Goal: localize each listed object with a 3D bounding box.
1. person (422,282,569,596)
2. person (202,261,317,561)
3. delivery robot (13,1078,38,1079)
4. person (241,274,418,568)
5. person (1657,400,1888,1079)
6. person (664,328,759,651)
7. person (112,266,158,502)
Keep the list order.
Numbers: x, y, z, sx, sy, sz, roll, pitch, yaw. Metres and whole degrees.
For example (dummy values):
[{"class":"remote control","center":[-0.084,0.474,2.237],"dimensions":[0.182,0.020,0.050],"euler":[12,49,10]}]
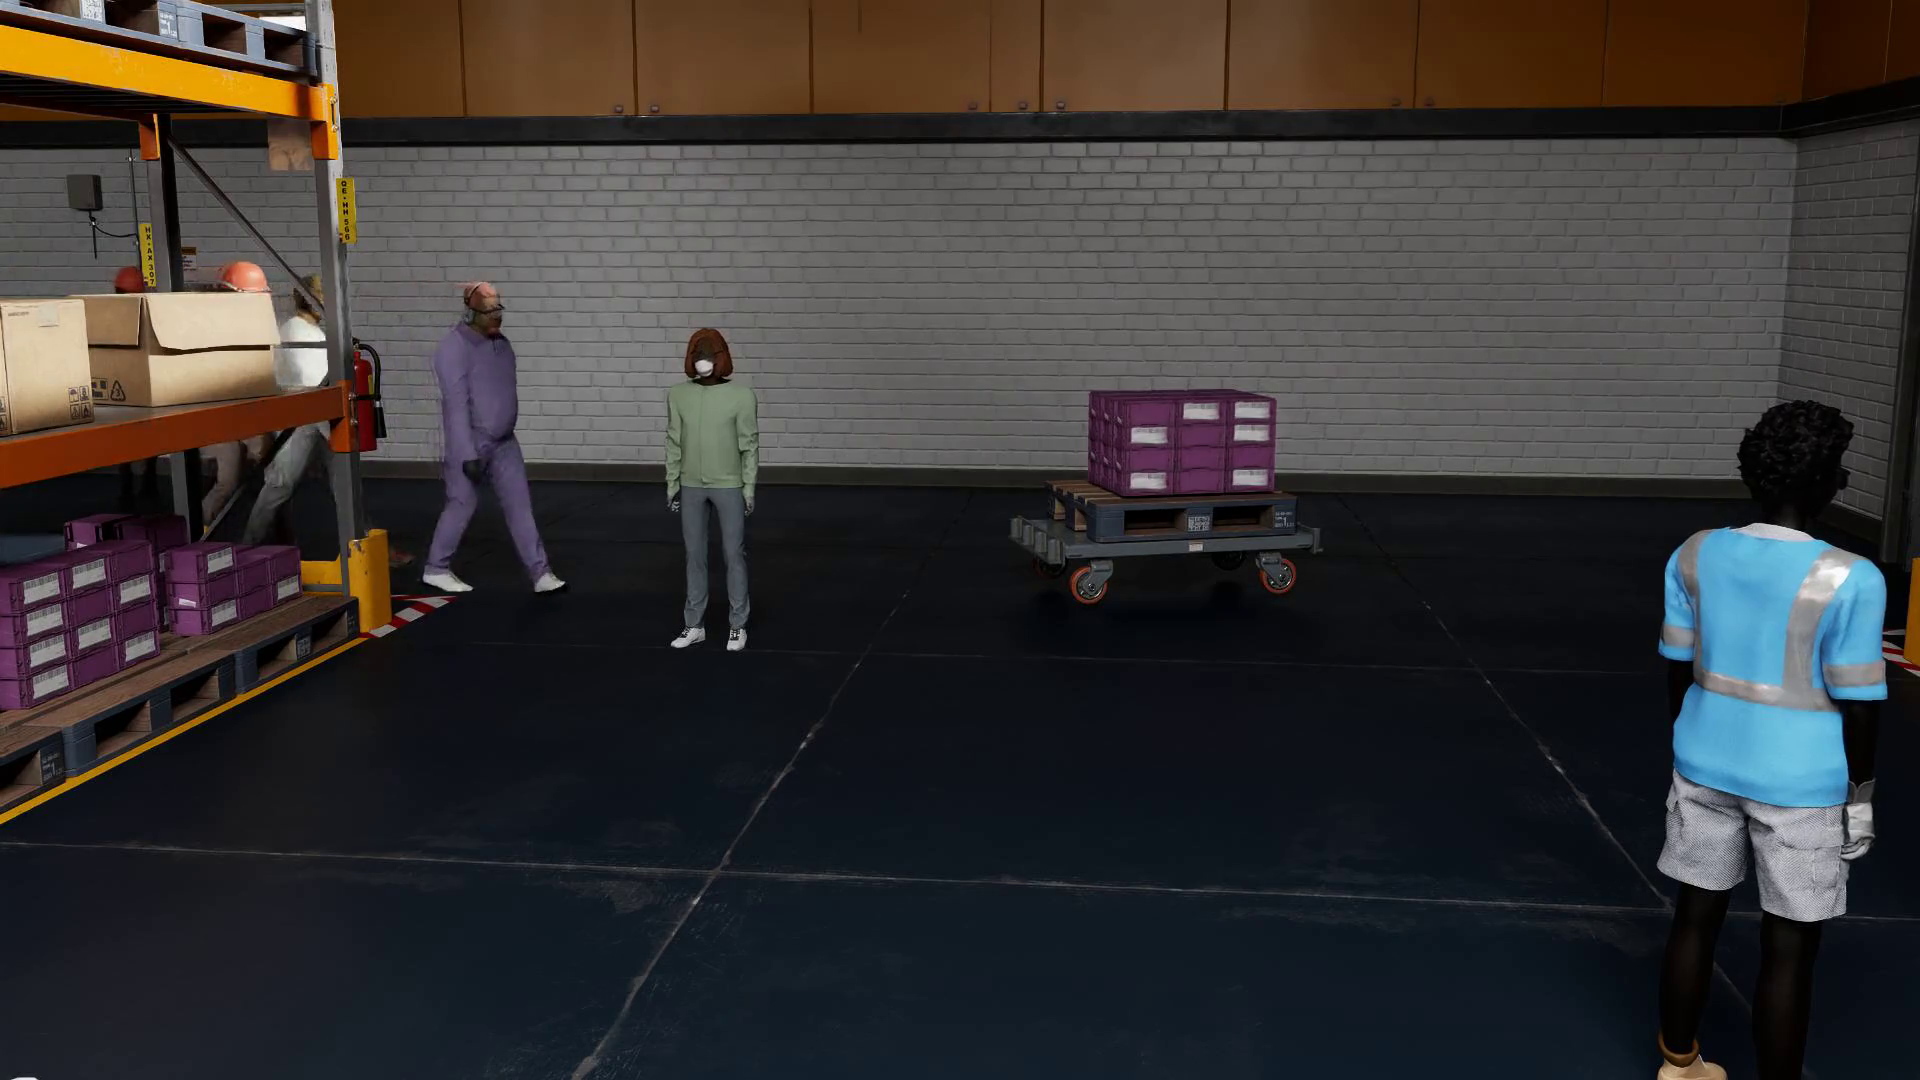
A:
[{"class":"person","center":[-2.771,-0.567,9.665],"dimensions":[0.981,1.848,0.689],"euler":[4,11,24]},{"class":"person","center":[-4.427,-0.719,10.162],"dimensions":[0.618,1.954,0.913],"euler":[5,11,24]},{"class":"delivery robot","center":[-1.664,1.199,2.928],"dimensions":[0.707,0.478,0.477],"euler":[9,14,43]},{"class":"person","center":[-3.994,-0.684,10.208],"dimensions":[1.068,1.877,0.620],"euler":[-1,10,-7]},{"class":"person","center":[1.808,0.535,3.735],"dimensions":[0.318,1.697,0.536],"euler":[-6,11,-29]},{"class":"person","center":[-1.259,-0.252,8.423],"dimensions":[0.502,1.632,0.282],"euler":[2,10,13]},{"class":"person","center":[-6.637,-1.244,13.362],"dimensions":[0.562,1.881,0.886],"euler":[-3,10,-19]}]
